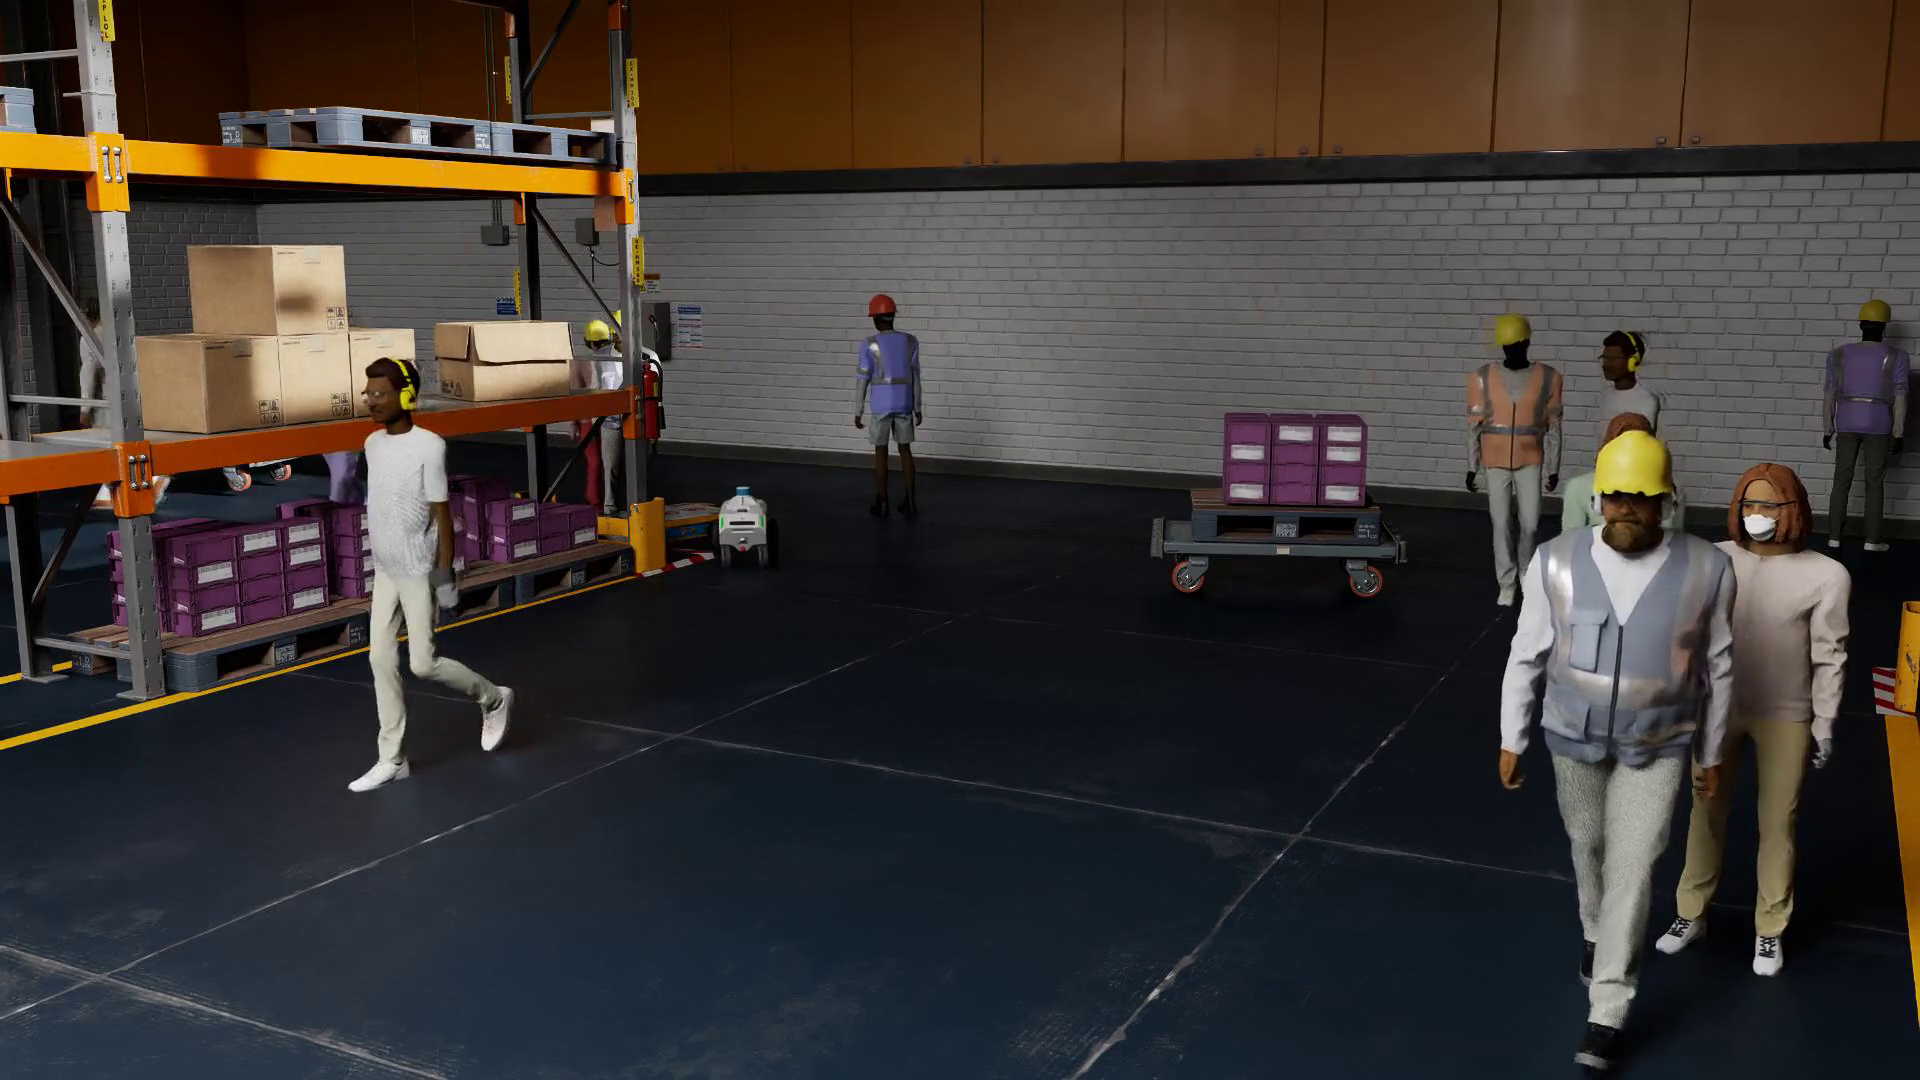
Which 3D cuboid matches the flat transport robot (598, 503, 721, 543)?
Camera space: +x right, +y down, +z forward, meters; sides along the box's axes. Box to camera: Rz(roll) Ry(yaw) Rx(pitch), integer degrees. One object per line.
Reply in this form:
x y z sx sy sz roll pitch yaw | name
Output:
-2.381 -0.108 13.118 0.652 0.197 1.431 9 14 43 | flat transport robot

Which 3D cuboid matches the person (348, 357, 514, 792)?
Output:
-2.340 0.126 7.213 0.517 1.852 0.734 7 12 34 | person

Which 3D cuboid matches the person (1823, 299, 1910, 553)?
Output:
6.911 -0.866 12.718 0.585 1.928 0.368 8 13 40 | person

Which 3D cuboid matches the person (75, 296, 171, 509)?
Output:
-7.456 -1.197 14.691 0.820 1.914 0.632 -1 10 -7 | person

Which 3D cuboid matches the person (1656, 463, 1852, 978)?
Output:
2.520 0.564 5.285 0.501 1.633 0.285 8 13 40 | person

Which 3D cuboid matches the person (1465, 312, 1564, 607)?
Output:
3.547 -0.506 10.687 0.591 1.904 0.424 3 10 19 | person

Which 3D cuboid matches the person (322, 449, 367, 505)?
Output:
-4.871 -0.856 12.882 0.667 1.848 1.002 3 10 18 | person

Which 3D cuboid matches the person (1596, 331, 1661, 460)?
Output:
3.598 -0.241 9.332 0.797 1.841 0.564 -3 10 -15 | person

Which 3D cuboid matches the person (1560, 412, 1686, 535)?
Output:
2.866 0.232 7.260 0.510 1.610 0.684 3 10 18 | person

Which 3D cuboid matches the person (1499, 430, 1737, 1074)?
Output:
1.913 0.562 4.885 0.615 1.781 0.946 5 11 29 | person

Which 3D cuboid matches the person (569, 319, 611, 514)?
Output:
-3.079 -0.998 14.029 0.544 1.735 0.629 -10 14 -44 | person

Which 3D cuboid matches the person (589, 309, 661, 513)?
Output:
-2.740 -0.967 13.593 0.587 1.828 0.404 0 10 0 | person

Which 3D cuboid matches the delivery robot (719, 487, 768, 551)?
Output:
-1.596 -0.150 12.269 0.477 0.478 0.707 -1 10 -6 | delivery robot

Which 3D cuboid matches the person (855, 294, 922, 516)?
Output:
-0.619 -1.160 14.422 0.581 1.927 0.396 -4 11 -24 | person
